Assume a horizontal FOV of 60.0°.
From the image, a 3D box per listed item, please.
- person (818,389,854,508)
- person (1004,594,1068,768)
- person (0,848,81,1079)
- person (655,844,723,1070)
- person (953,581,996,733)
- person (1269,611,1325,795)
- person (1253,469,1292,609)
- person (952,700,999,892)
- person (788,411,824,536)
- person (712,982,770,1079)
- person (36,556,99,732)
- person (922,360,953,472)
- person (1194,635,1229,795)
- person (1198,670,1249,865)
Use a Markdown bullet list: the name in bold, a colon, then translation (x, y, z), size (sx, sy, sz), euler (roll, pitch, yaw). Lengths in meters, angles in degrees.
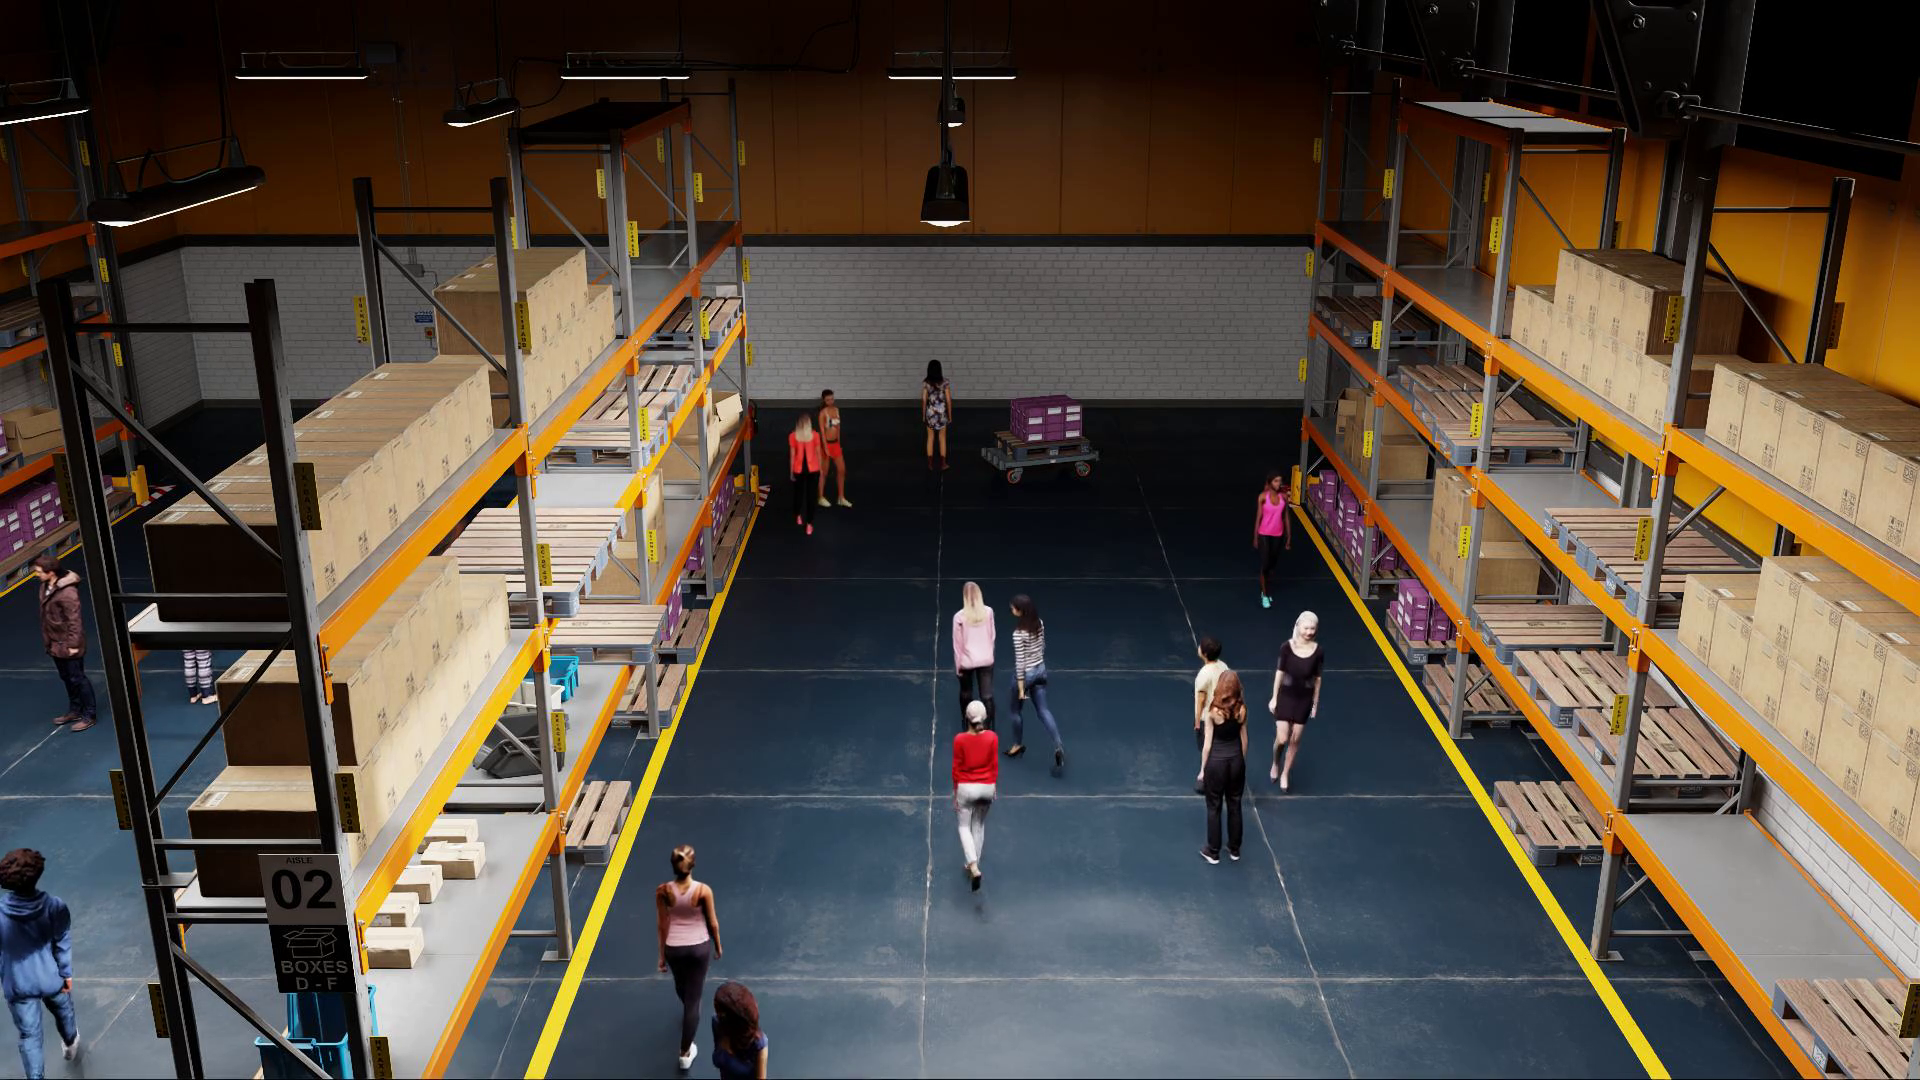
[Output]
- **person**: translation (-1.944, -1.324, 23.887), size (0.922, 1.762, 0.864), euler (17, 25, 41)
- **person**: translation (0.715, 1.373, 15.873), size (1.038, 1.765, 1.087), euler (-15, 24, -38)
- **person**: translation (-6.208, 2.967, 11.127), size (1.014, 1.773, 1.294), euler (-8, 20, -22)
- **person**: translation (-1.909, 2.915, 11.558), size (0.604, 1.596, 1.048), euler (1, 19, 3)
- **person**: translation (0.177, 1.238, 16.429), size (0.766, 1.667, 1.102), euler (-4, 19, -13)
- **person**: translation (3.106, 1.481, 15.477), size (0.607, 1.814, 0.598), euler (2, 19, 5)
- **person**: translation (3.748, -0.062, 20.228), size (0.647, 1.705, 0.807), euler (-3, 19, -8)
- **person**: translation (0.137, 2.132, 13.752), size (0.657, 1.680, 0.940), euler (-3, 19, -10)
- **person**: translation (-2.110, -0.894, 22.759), size (0.592, 1.667, 0.888), euler (0, 19, 0)
- **person**: translation (-1.225, 3.375, 9.883), size (0.806, 1.793, 0.849), euler (11, 22, 31)
- **person**: translation (-9.039, 1.013, 16.818), size (0.870, 1.844, 0.893), euler (13, 23, 34)
- **person**: translation (-0.369, -1.929, 25.729), size (0.627, 1.733, 0.536), euler (2, 19, 7)
- **person**: translation (2.368, 1.645, 15.364), size (0.801, 1.574, 0.735), euler (15, 23, 37)
- **person**: translation (2.267, 1.933, 14.239), size (0.642, 1.746, 0.592), euler (-5, 19, -15)
